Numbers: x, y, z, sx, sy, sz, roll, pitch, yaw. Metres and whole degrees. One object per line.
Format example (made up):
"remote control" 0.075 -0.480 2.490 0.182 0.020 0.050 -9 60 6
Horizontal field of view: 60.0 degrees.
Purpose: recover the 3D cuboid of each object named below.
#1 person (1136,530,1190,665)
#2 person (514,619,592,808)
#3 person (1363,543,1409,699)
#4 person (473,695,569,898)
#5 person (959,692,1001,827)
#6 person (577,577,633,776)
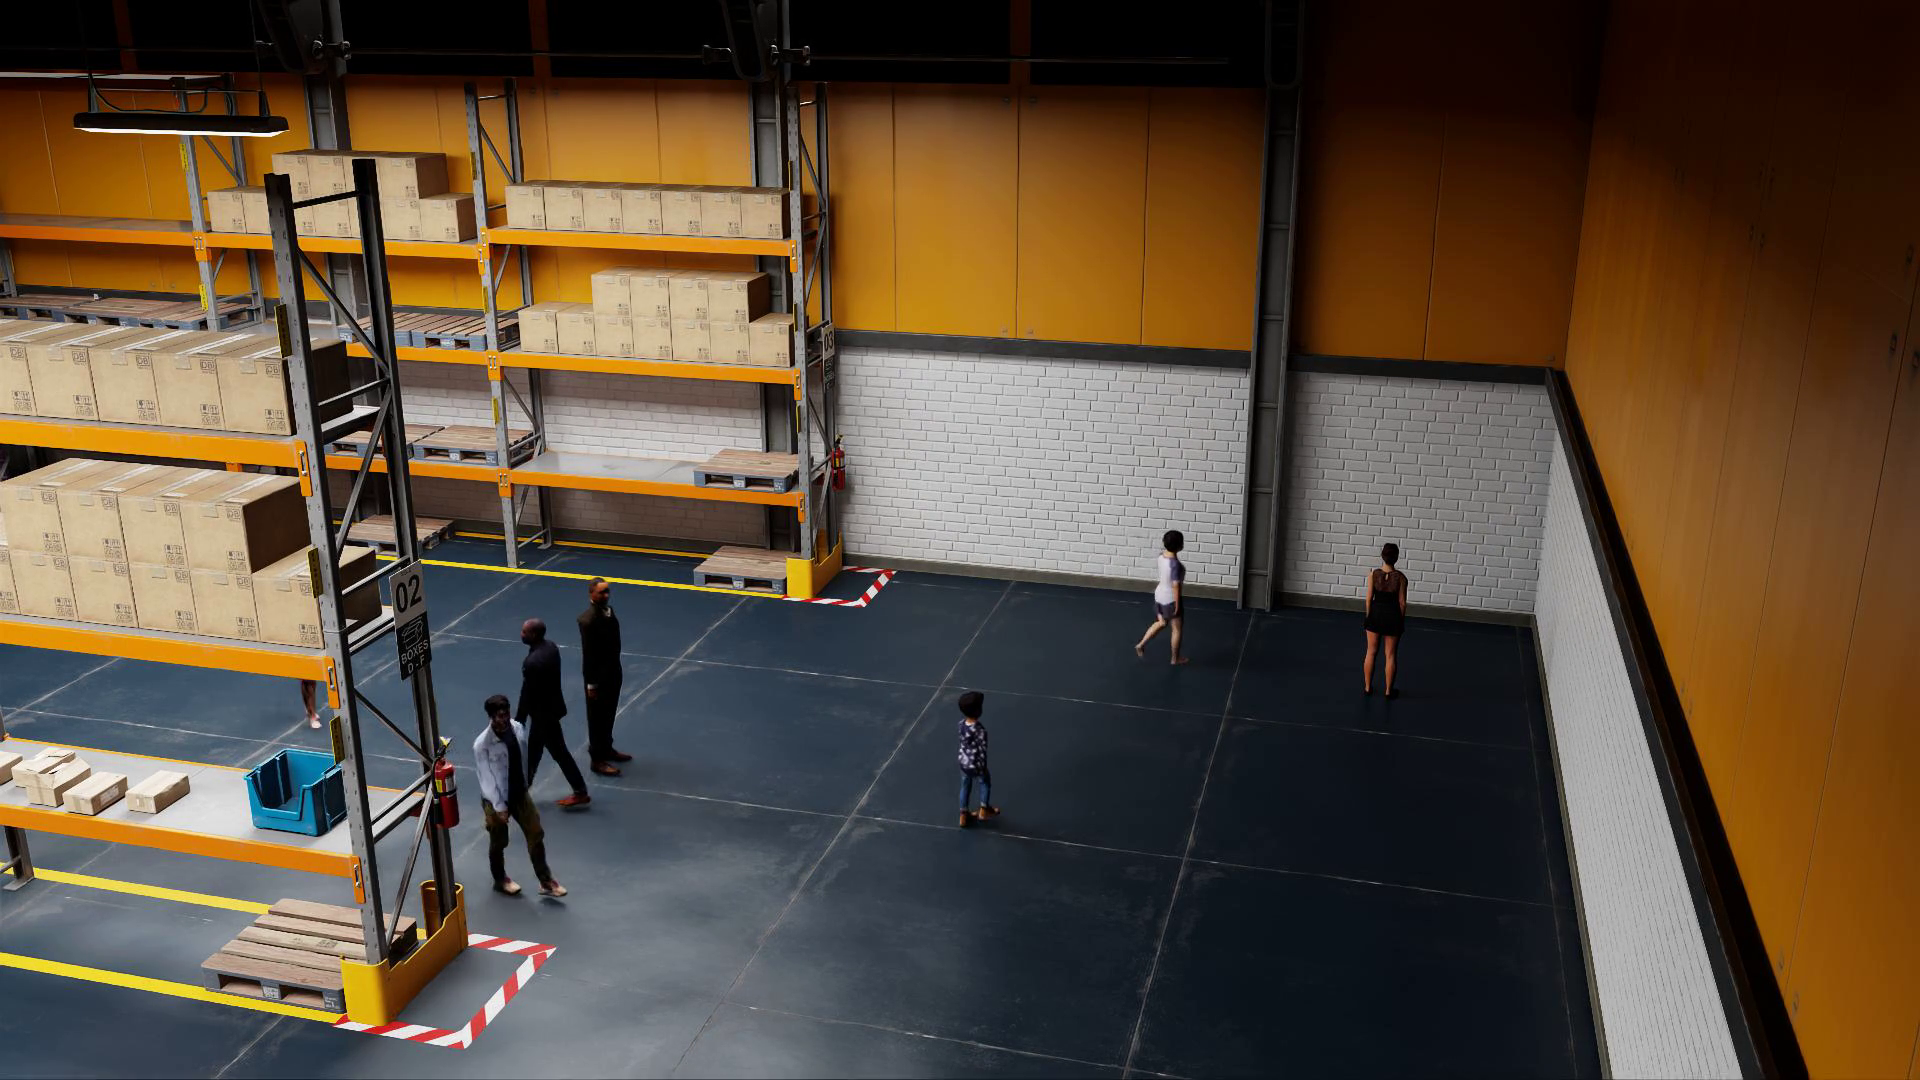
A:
"person" 2.209 0.633 17.991 0.940 1.548 0.854 -8 20 -23
"person" -3.599 1.577 14.833 1.207 1.773 0.946 -1 19 -4
"person" 4.396 0.821 17.235 0.555 1.674 0.679 9 21 25
"person" -3.726 2.056 13.395 1.070 1.785 0.882 12 22 32
"person" 0.077 1.940 14.597 0.670 1.237 0.708 17 25 41
"person" -3.360 1.246 15.610 0.589 1.904 0.677 4 19 13
